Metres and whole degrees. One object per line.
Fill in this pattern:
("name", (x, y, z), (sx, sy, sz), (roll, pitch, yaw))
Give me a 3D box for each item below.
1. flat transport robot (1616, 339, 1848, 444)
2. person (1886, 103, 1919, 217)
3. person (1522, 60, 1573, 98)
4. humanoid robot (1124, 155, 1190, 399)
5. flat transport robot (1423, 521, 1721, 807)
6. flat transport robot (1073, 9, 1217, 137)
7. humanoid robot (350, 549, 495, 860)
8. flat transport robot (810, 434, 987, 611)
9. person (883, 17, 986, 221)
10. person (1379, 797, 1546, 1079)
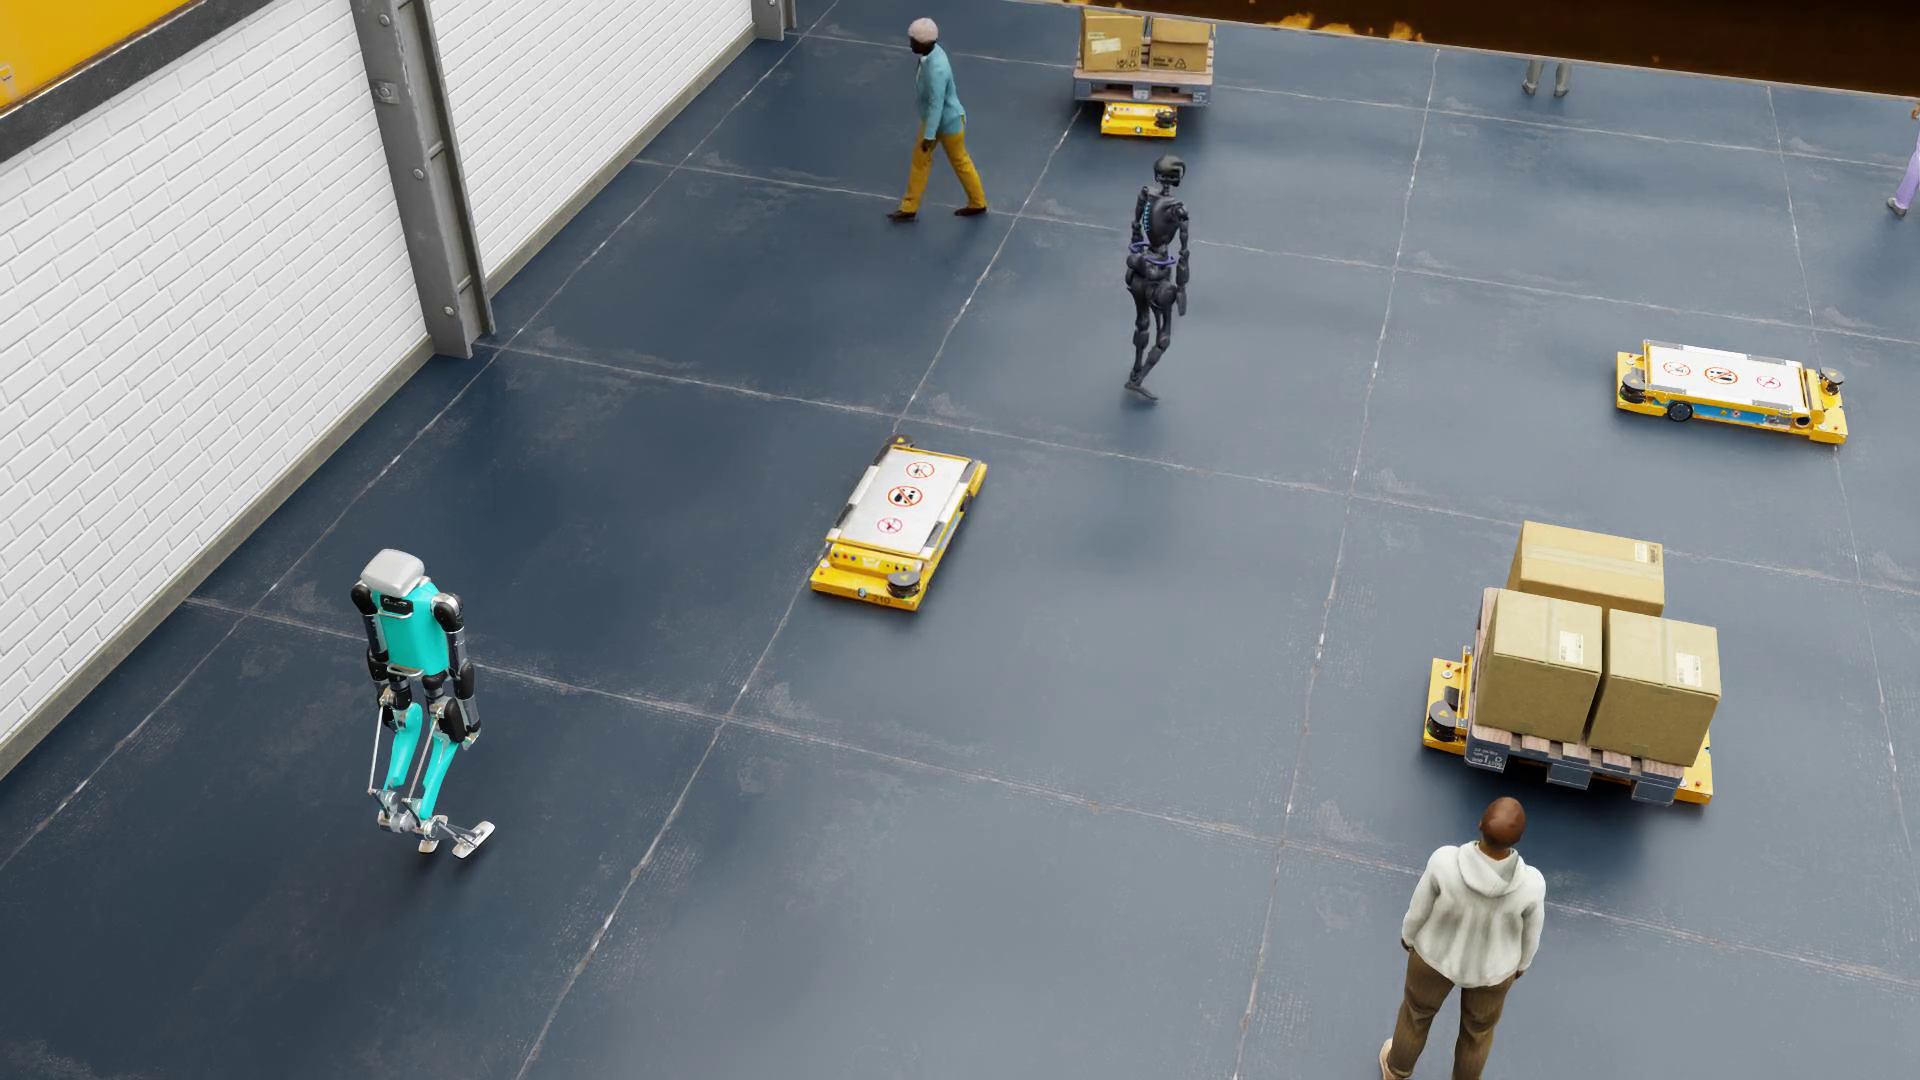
("flat transport robot", (5.212, -1.013, 11.264), (1.431, 0.231, 0.659), (11, 40, 13))
("person", (7.739, -3.364, 12.929), (0.563, 1.847, 0.390), (11, 40, 13))
("person", (5.378, -4.836, 14.761), (0.563, 1.845, 0.390), (11, 40, 13))
("humanoid robot", (1.253, -1.755, 11.068), (0.457, 1.647, 0.605), (-21, 43, -24))
("flat transport robot", (3.216, 0.963, 8.806), (1.431, 0.231, 0.659), (11, 40, 13))
("flat transport robot", (1.653, -4.034, 15.022), (0.659, 0.231, 1.431), (5, 39, 6))
("humanoid robot", (-2.542, 0.880, 7.631), (0.533, 1.677, 0.735), (11, 40, 13))
("flat transport robot", (-0.352, -0.133, 10.170), (0.659, 0.231, 1.431), (11, 40, 14))
("person", (-0.196, -3.225, 12.870), (0.928, 1.679, 0.536), (-11, 40, -13))
("person", (2.027, 1.695, 6.701), (0.521, 1.767, 0.373), (11, 40, 13))
